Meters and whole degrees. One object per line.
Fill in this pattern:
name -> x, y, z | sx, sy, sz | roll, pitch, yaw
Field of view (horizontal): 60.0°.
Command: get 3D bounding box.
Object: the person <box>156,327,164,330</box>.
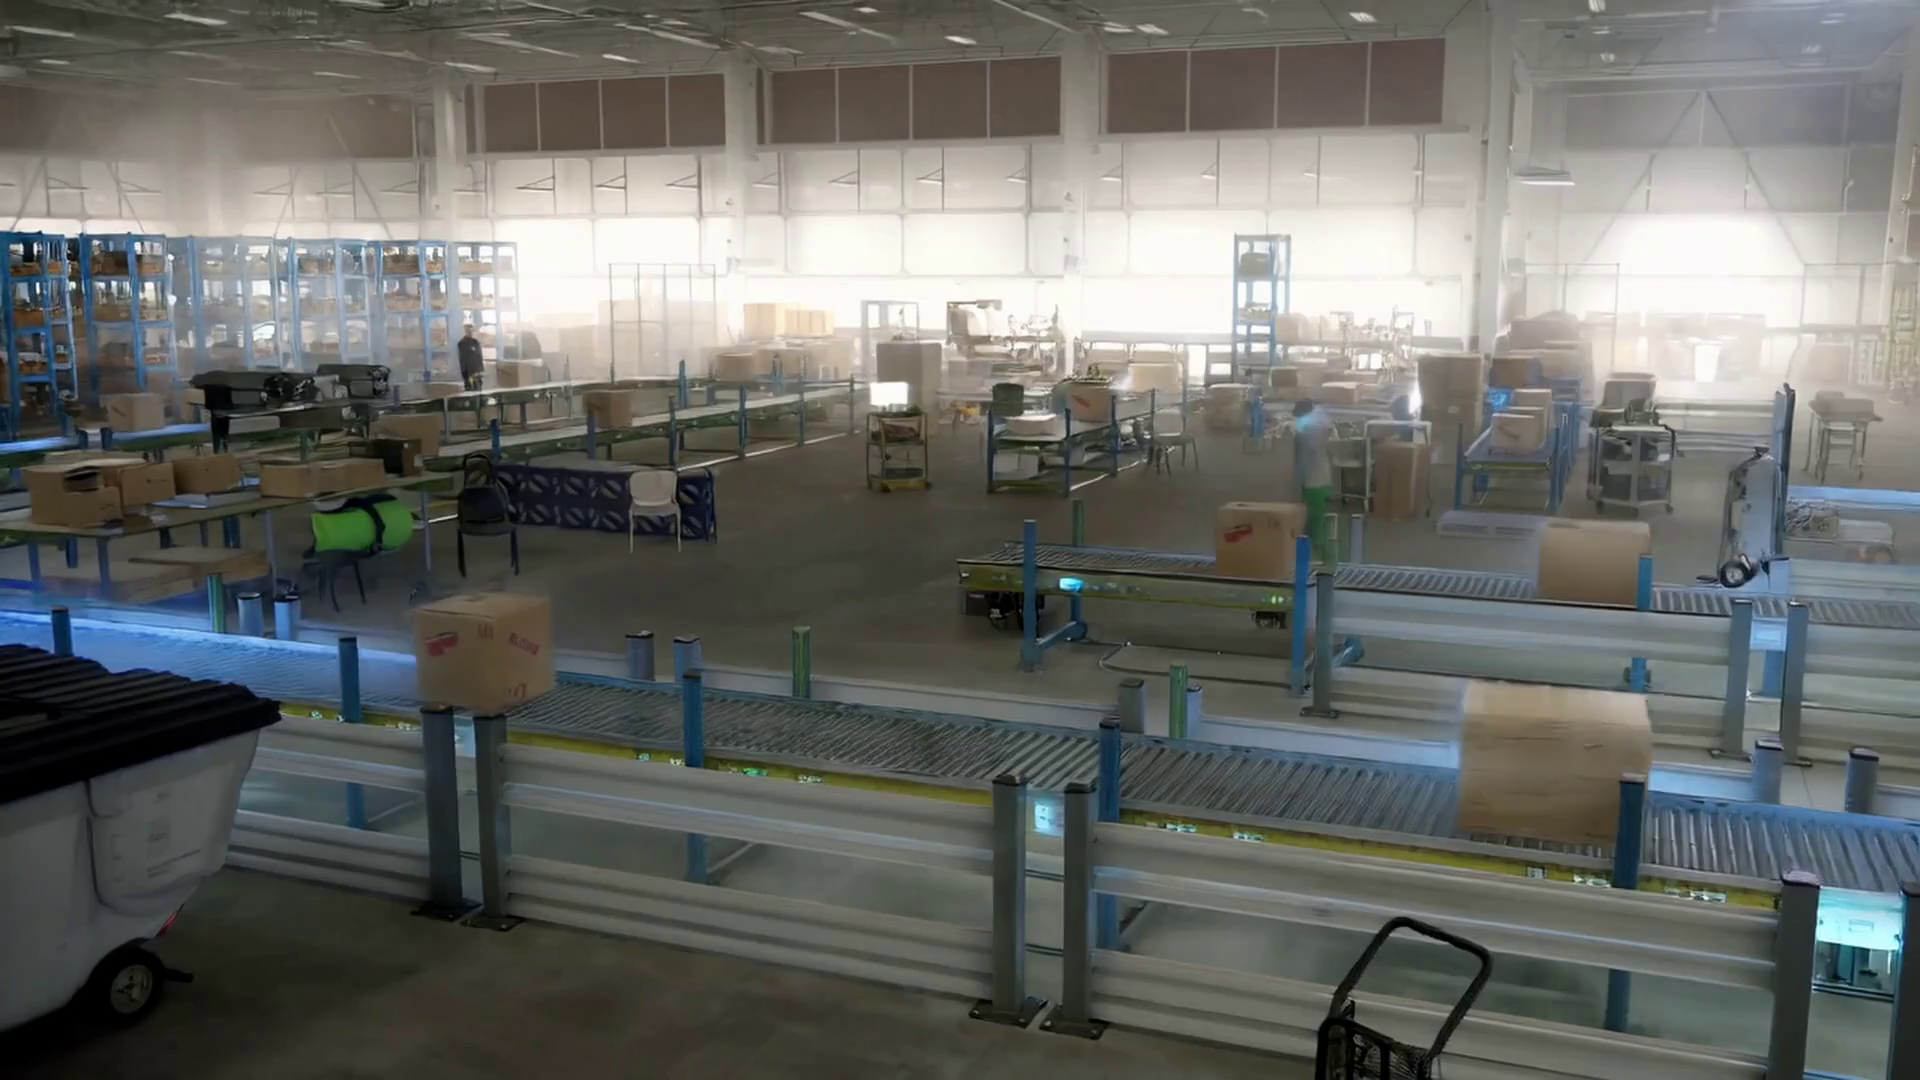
person -> -17.938, -4.037, 37.396 | 0.569, 1.831, 0.412 | -6, 11, -32

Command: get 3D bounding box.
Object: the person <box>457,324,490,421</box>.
person -> -9.517, -3.271, 32.531 | 0.636, 1.903, 0.406 | 7, 12, 37

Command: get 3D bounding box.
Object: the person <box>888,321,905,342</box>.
person -> -1.392, -4.056, 37.597 | 0.768, 1.802, 0.612 | -6, 11, -31

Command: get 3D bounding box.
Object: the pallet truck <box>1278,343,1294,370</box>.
pallet truck -> 7.886, -4.163, 39.743 | 0.653, 1.274, 1.630 | 4, 10, 22

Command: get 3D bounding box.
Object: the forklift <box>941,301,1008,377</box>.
forklift -> 0.365, -4.966, 41.571 | 1.157, 1.987, 2.680 | 3, 10, 20

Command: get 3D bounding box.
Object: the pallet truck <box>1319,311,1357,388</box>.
pallet truck -> 9.071, -4.419, 39.190 | 0.823, 1.965, 1.885 | 5, 10, 26

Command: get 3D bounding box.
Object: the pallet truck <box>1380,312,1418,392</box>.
pallet truck -> 10.207, -4.283, 38.369 | 0.823, 1.965, 1.885 | 3, 10, 20

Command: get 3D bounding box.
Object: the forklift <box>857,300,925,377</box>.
forklift -> -1.732, -5.109, 42.468 | 1.157, 1.987, 2.680 | 4, 10, 22

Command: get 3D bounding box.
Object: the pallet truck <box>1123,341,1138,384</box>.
pallet truck -> 4.445, -4.380, 41.279 | 0.680, 1.201, 1.601 | 4, 10, 22

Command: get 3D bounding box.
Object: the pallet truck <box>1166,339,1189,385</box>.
pallet truck -> 5.418, -4.269, 40.420 | 0.704, 1.261, 1.522 | 3, 10, 20

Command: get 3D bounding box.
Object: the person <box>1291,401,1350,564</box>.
person -> 3.545, -0.517, 16.385 | 0.537, 1.716, 0.897 | -9, 13, -43
